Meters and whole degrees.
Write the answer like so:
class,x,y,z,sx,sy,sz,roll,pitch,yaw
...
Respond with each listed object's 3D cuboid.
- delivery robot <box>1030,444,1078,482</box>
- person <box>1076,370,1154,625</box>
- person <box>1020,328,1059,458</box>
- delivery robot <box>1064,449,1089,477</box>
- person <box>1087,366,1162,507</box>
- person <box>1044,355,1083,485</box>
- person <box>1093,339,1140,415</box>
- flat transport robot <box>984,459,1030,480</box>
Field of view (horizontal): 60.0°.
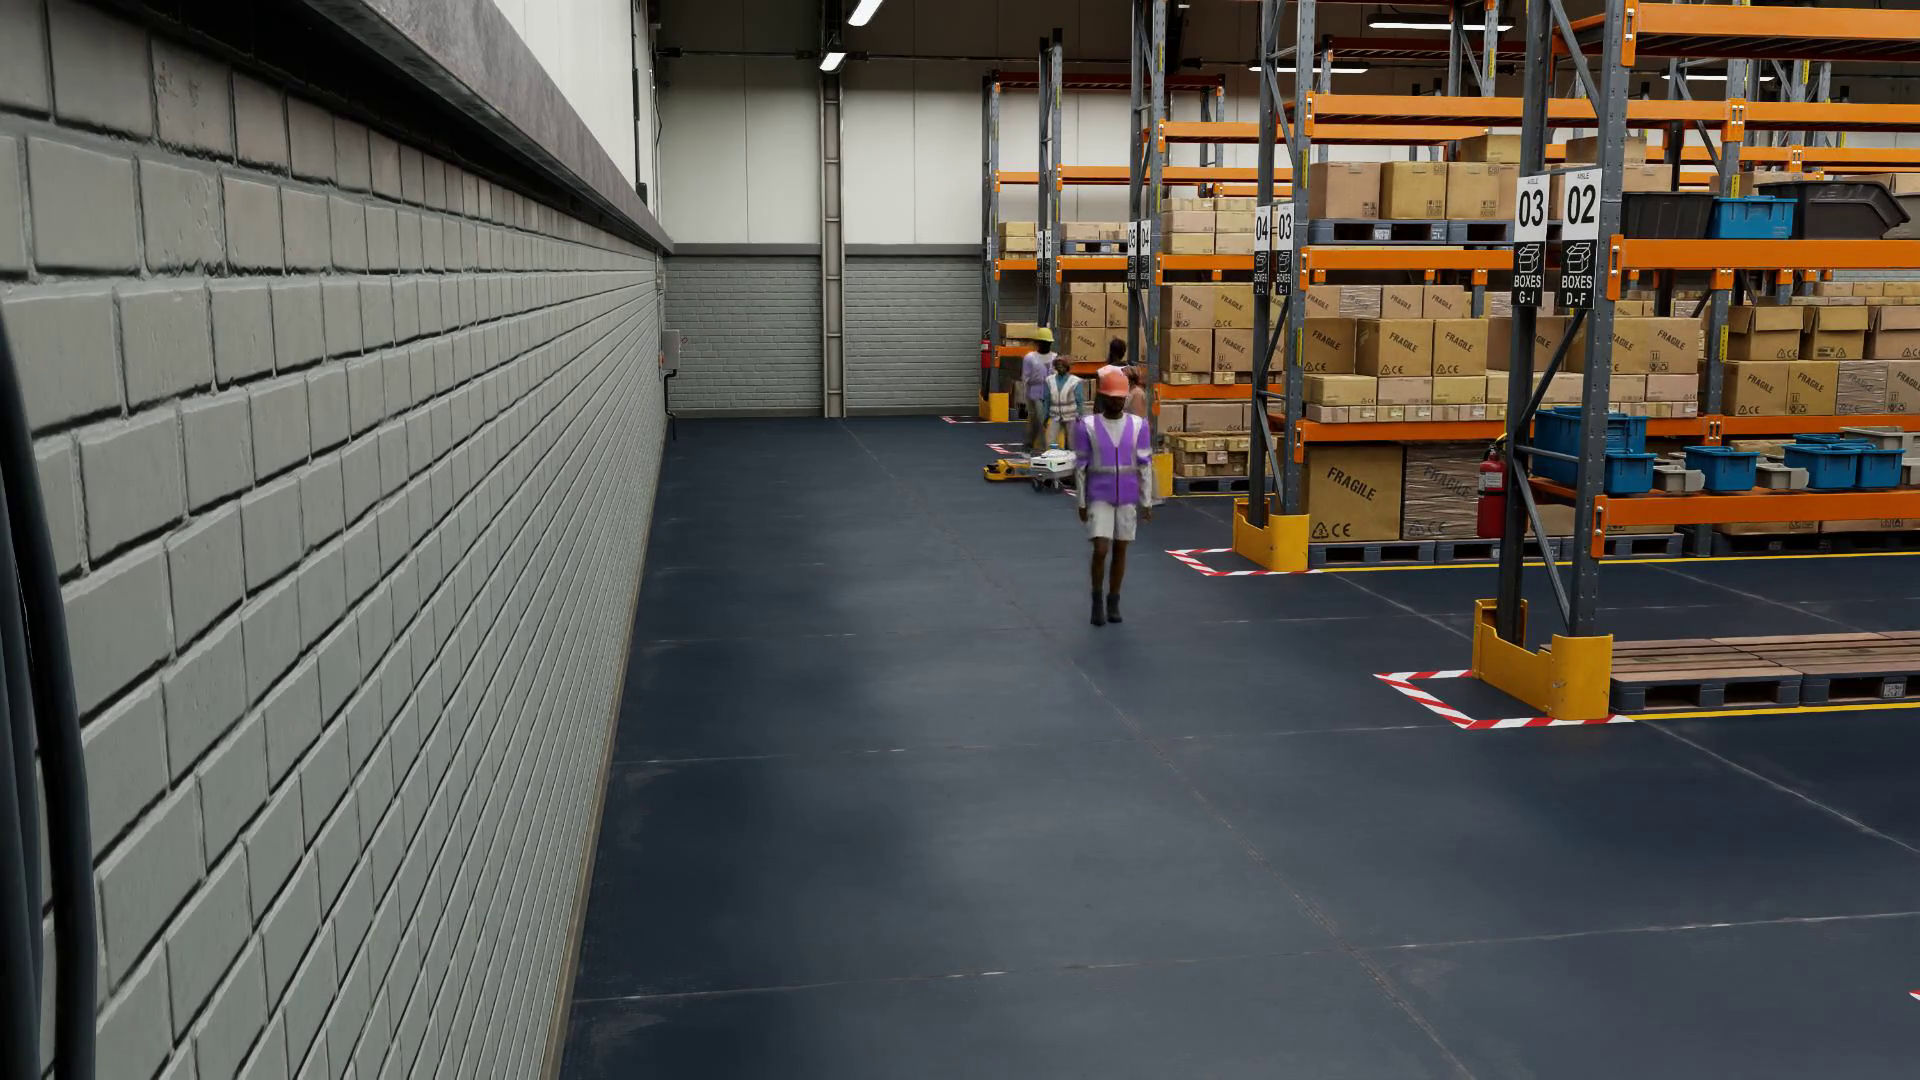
class,x,y,z,sx,sy,sz,roll,pitch,yaw
delivery robot,1.138,-0.913,20.059,0.477,0.478,0.707,6,11,33
person,1.160,-0.303,12.415,0.549,1.916,0.584,-1,9,-7
person,1.097,-1.981,22.900,0.586,1.887,0.920,-7,12,-38
delivery robot,1.588,-0.977,20.453,0.477,0.478,0.707,-6,11,-33
person,1.881,-1.145,18.584,0.874,1.586,0.513,-2,9,-9
person,1.274,-1.477,20.524,0.566,1.615,0.509,5,10,27
person,1.844,-1.338,18.925,0.634,1.882,0.638,-5,11,-29
flat transport robot,1.038,-0.910,21.204,1.431,0.197,0.652,0,9,-3
